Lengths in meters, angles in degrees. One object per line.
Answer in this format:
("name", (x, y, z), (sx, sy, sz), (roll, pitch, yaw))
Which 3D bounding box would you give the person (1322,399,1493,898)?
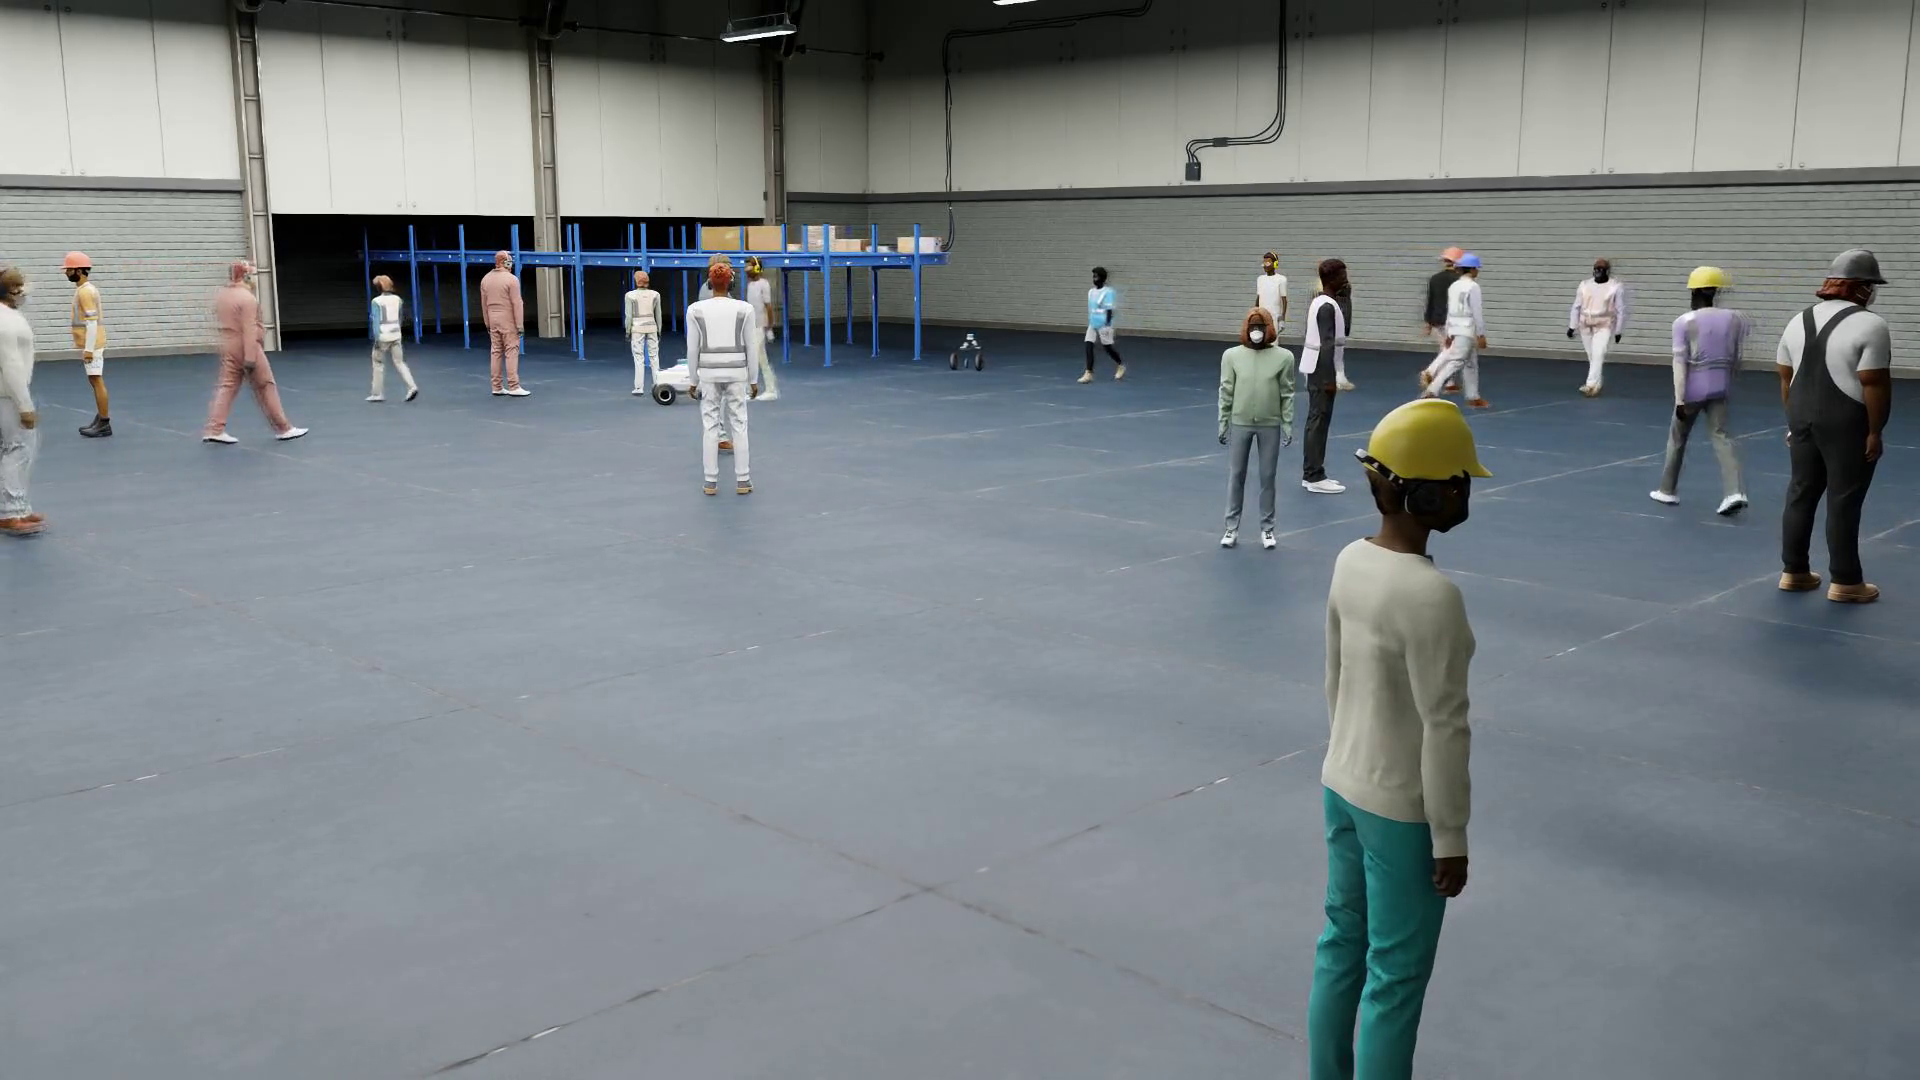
("person", (0.967, 0.573, 3.654), (0.315, 1.769, 0.525), (-2, 11, -13))

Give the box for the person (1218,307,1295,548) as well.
("person", (2.009, -0.765, 11.309), (0.507, 1.631, 0.266), (2, 11, 11))

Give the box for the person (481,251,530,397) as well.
("person", (-5.997, -2.859, 21.986), (0.649, 1.906, 0.401), (6, 12, 30))

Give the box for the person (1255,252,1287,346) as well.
("person", (4.351, -3.103, 23.439), (0.531, 1.860, 0.318), (10, 14, 43))

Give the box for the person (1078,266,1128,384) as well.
("person", (2.075, -3.109, 24.004), (0.778, 1.672, 0.536), (-7, 13, -35))

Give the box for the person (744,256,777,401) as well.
("person", (-2.686, -2.682, 21.190), (0.825, 1.837, 0.547), (-6, 12, -30))

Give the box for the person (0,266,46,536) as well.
("person", (-6.753, -0.993, 11.858), (0.361, 1.899, 0.696), (-6, 12, -31))

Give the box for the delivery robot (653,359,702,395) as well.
("delivery robot", (-3.530, -2.050, 21.120), (0.707, 0.478, 0.477), (-3, 11, -13))

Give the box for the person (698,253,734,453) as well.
("person", (-2.380, -1.836, 16.328), (0.371, 1.936, 0.629), (-4, 11, -22))

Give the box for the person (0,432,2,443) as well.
("person", (-10.030, -1.946, 16.916), (0.543, 1.939, 0.360), (-1, 10, -6))

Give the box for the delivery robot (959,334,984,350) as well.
("delivery robot", (0.160, -3.158, 26.455), (0.335, 0.223, 0.698), (3, 11, 15))

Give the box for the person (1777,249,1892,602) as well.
("person", (5.176, -0.667, 9.783), (0.536, 2.000, 0.680), (-4, 11, -20))

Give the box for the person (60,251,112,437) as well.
("person", (-9.244, -2.073, 17.612), (0.375, 1.939, 0.546), (-5, 12, -25))

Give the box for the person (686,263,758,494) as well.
("person", (-1.943, -1.322, 13.669), (0.579, 1.883, 0.352), (-1, 10, -5))

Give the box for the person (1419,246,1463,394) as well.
("person", (6.452, -2.921, 22.176), (0.837, 1.969, 0.625), (-7, 13, -34))

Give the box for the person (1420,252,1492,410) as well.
("person", (6.048, -2.525, 20.171), (0.932, 1.914, 0.609), (-1, 10, -6))

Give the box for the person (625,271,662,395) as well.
("person", (-4.214, -2.755, 22.151), (0.523, 1.637, 0.310), (-7, 12, -32))

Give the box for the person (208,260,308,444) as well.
("person", (-7.284, -1.919, 17.002), (0.654, 1.853, 0.996), (9, 13, 39))

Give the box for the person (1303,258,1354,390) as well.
("person", (5.076, -2.964, 22.855), (0.825, 1.805, 0.626), (-4, 11, -21))

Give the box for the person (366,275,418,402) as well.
("person", (-7.260, -2.564, 21.186), (0.727, 1.614, 0.526), (5, 12, 26))

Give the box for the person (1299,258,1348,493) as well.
("person", (3.022, -1.372, 13.839), (0.393, 1.920, 0.587), (1, 10, 6))

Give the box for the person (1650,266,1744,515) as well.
("person", (5.731, -1.158, 12.794), (0.583, 1.883, 1.008), (-1, 10, -5))

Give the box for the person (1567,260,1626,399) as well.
("person", (8.319, -2.763, 21.791), (0.974, 1.792, 0.628), (-9, 14, -42))
